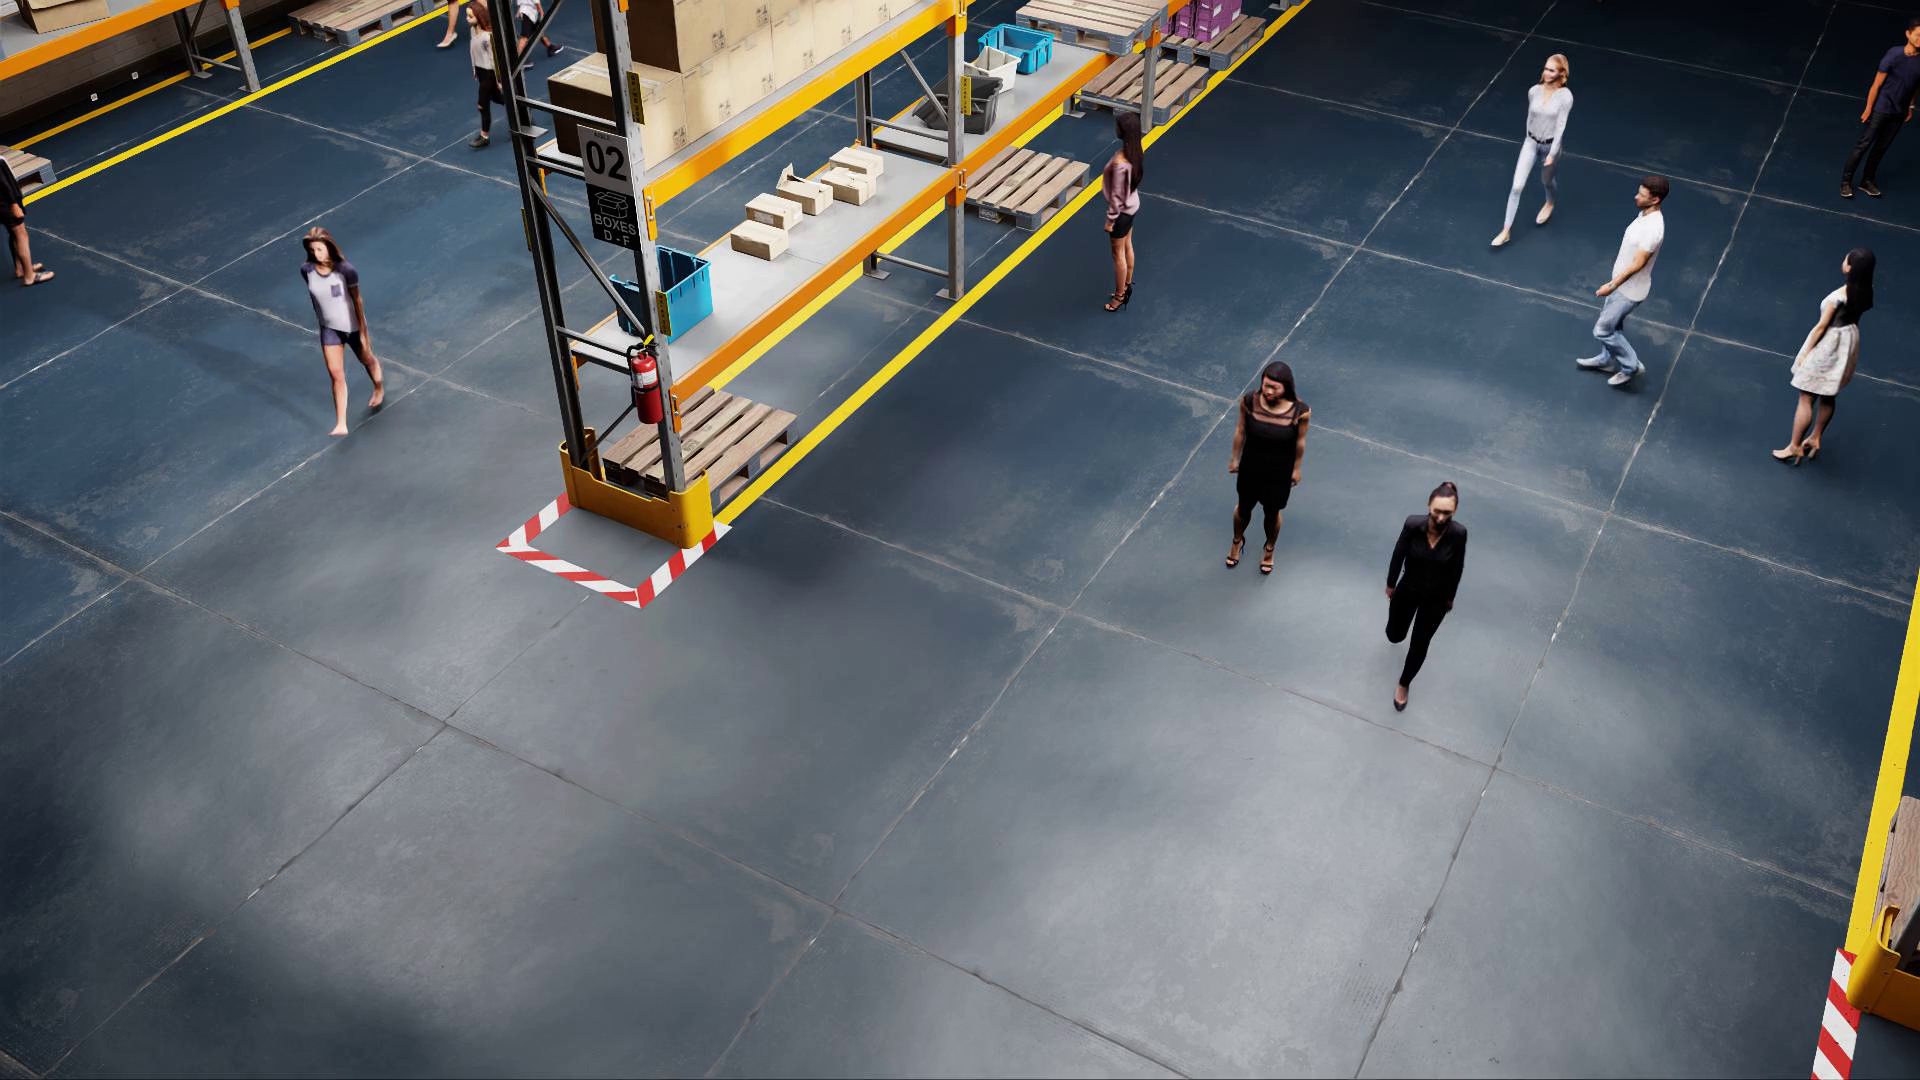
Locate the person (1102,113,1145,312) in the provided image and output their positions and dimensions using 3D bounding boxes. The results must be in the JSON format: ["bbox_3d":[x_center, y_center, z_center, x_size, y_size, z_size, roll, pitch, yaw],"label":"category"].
[{"bbox_3d":[1.402,-2.798,14.246,0.685,1.811,0.475,17,42,20],"label":"person"}]

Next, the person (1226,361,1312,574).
[{"bbox_3d":[2.101,-0.496,11.439,0.698,1.717,0.647,13,40,16],"label":"person"}]

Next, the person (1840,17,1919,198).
[{"bbox_3d":[8.923,-4.160,15.967,0.719,1.791,0.730,-4,39,-5],"label":"person"}]

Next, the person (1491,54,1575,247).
[{"bbox_3d":[5.410,-3.605,15.310,0.801,1.745,1.268,31,48,33],"label":"person"}]

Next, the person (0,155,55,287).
[{"bbox_3d":[-8.470,-3.000,14.708,0.570,1.551,0.590,32,48,33],"label":"person"}]

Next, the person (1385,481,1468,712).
[{"bbox_3d":[2.892,0.309,10.443,0.719,1.702,0.906,9,40,11],"label":"person"}]

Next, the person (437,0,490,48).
[{"bbox_3d":[-5.661,-6.523,18.984,1.181,1.720,0.962,-22,43,-25],"label":"person"}]

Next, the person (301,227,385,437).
[{"bbox_3d":[-4.766,-1.694,12.970,0.915,1.679,1.150,4,39,5],"label":"person"}]

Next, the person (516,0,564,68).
[{"bbox_3d":[-4.867,-5.885,18.585,0.642,1.221,0.954,32,48,33],"label":"person"}]

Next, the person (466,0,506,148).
[{"bbox_3d":[-4.773,-4.779,17.011,1.040,1.457,0.750,-29,47,-31],"label":"person"}]

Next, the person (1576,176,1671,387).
[{"bbox_3d":[5.402,-2.022,13.254,0.828,1.837,0.785,15,41,18],"label":"person"}]

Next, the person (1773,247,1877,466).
[{"bbox_3d":[6.529,-1.380,12.505,0.749,1.768,0.845,-19,42,-22],"label":"person"}]
